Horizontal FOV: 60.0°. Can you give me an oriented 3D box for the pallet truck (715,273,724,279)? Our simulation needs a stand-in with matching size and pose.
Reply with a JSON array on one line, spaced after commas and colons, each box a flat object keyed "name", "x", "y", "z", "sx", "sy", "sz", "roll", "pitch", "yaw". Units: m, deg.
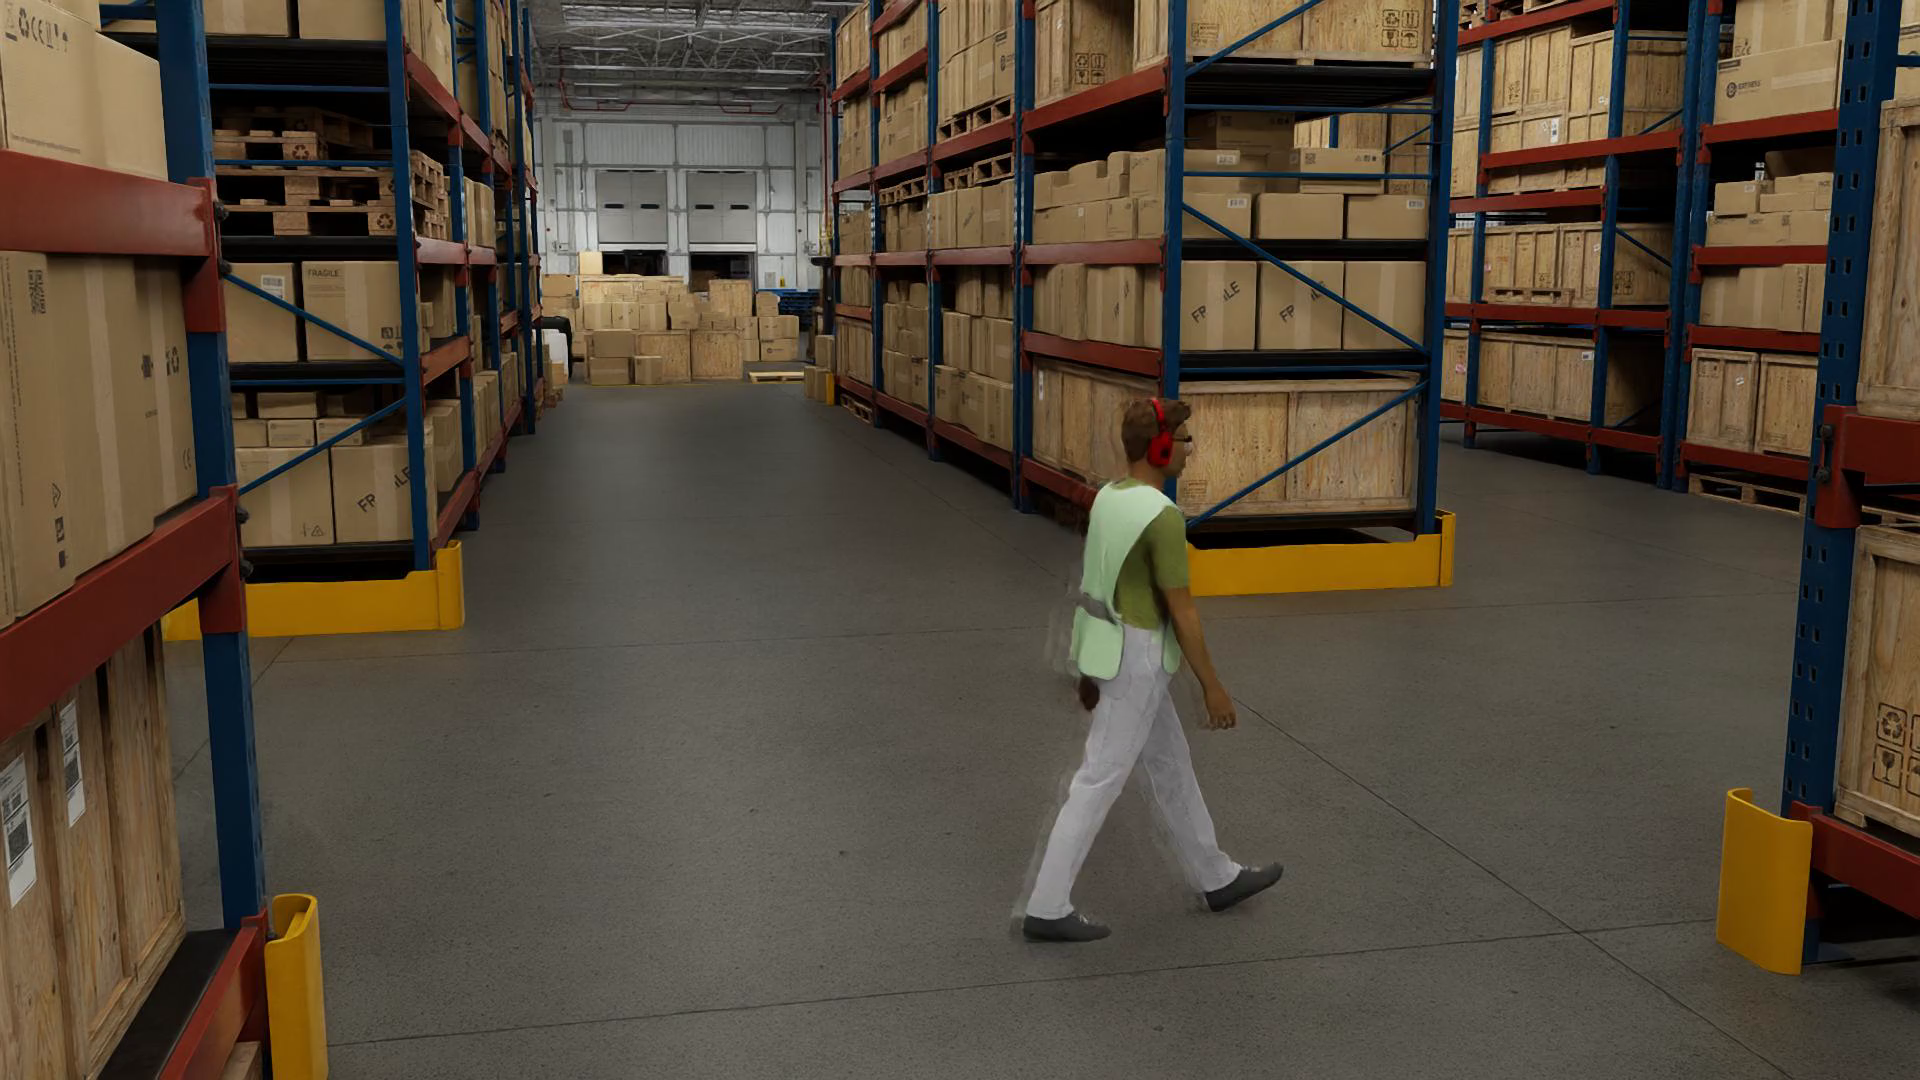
[{"name": "pallet truck", "x": -8.580, "y": -8.986, "z": 62.280, "sx": 1.885, "sy": 1.965, "sz": 0.823, "roll": 1, "pitch": 9, "yaw": 5}]

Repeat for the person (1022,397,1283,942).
[{"name": "person", "x": 0.641, "y": 0.433, "z": 5.491, "sx": 0.976, "sy": 1.794, "sz": 0.572, "roll": -1, "pitch": 9, "yaw": -9}]

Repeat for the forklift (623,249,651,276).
[{"name": "forklift", "x": -11.048, "y": -8.569, "z": 57.054, "sx": 1.129, "sy": 2.768, "sz": 1.873, "roll": -8, "pitch": 12, "yaw": -39}]

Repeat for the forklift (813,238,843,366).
[{"name": "forklift", "x": -2.263, "y": -5.015, "z": 35.392, "sx": 1.129, "sy": 2.768, "sz": 1.873, "roll": -5, "pitch": 11, "yaw": -28}]
